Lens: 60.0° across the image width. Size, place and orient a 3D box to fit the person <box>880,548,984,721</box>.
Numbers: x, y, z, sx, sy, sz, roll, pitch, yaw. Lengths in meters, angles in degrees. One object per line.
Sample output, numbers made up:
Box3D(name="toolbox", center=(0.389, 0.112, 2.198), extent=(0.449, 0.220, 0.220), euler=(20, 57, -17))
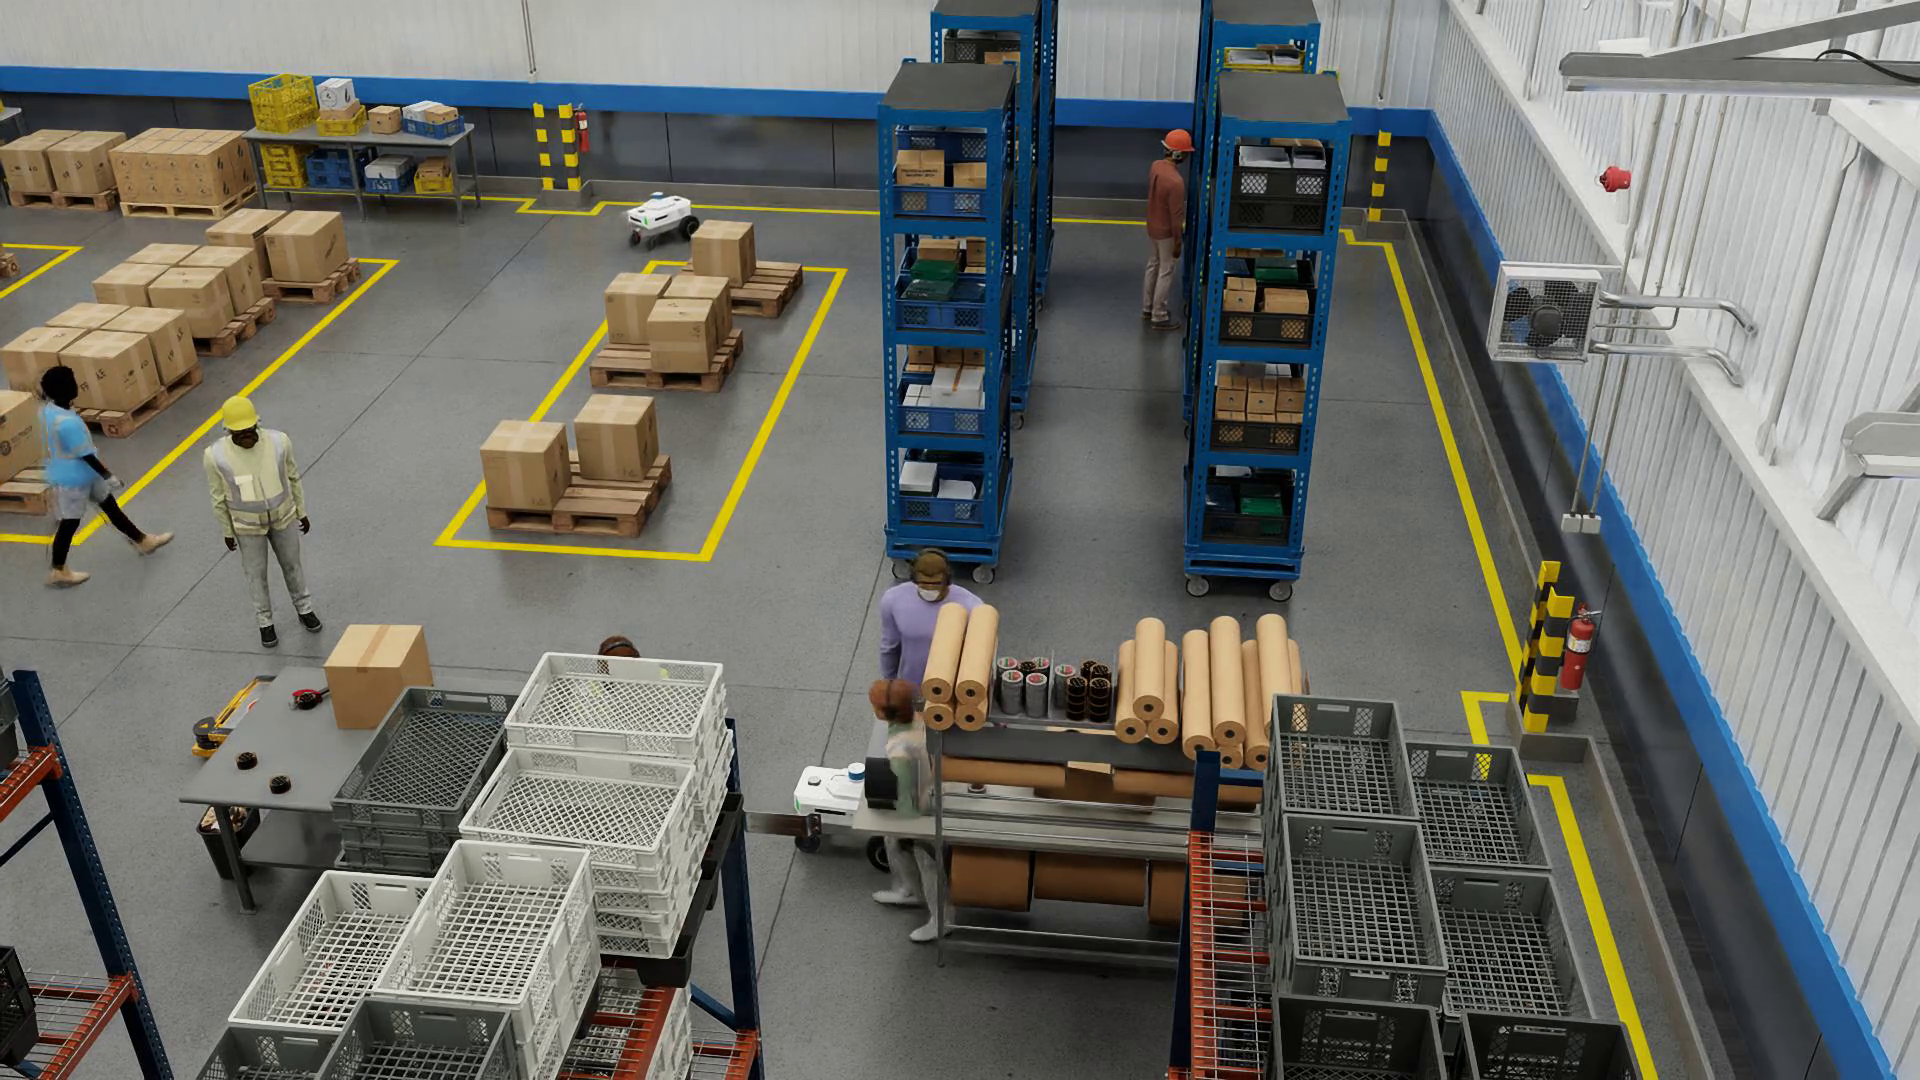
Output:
Box3D(name="person", center=(-0.146, 0.861, 9.536), extent=(0.631, 1.930, 0.369), euler=(7, 31, 11))

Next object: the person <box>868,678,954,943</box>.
Box3D(name="person", center=(-0.276, 1.430, 8.862), extent=(0.509, 1.605, 0.514), euler=(0, 30, 0))

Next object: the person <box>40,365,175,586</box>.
Box3D(name="person", center=(-6.391, -0.487, 12.122), extent=(0.910, 1.645, 0.543), euler=(-18, 35, -28))

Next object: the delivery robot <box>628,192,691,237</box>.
Box3D(name="delivery robot", center=(-3.337, -3.625, 18.502), extent=(0.477, 0.478, 0.707), euler=(23, 37, 34))

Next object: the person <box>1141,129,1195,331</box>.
Box3D(name="person", center=(2.014, -3.003, 16.121), extent=(0.410, 1.980, 0.624), euler=(-10, 32, -16))

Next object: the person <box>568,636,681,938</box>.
Box3D(name="person", center=(-1.754, 1.298, 8.873), extent=(0.621, 1.838, 0.429), euler=(-17, 34, -27))

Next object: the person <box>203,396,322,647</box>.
Box3D(name="person", center=(-4.752, -0.147, 11.357), extent=(0.591, 1.833, 0.403), euler=(-20, 36, -30))

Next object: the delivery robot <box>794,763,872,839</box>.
Box3D(name="delivery robot", center=(-0.595, 1.516, 9.673), extent=(0.707, 0.478, 0.477), euler=(5, 31, 9))
